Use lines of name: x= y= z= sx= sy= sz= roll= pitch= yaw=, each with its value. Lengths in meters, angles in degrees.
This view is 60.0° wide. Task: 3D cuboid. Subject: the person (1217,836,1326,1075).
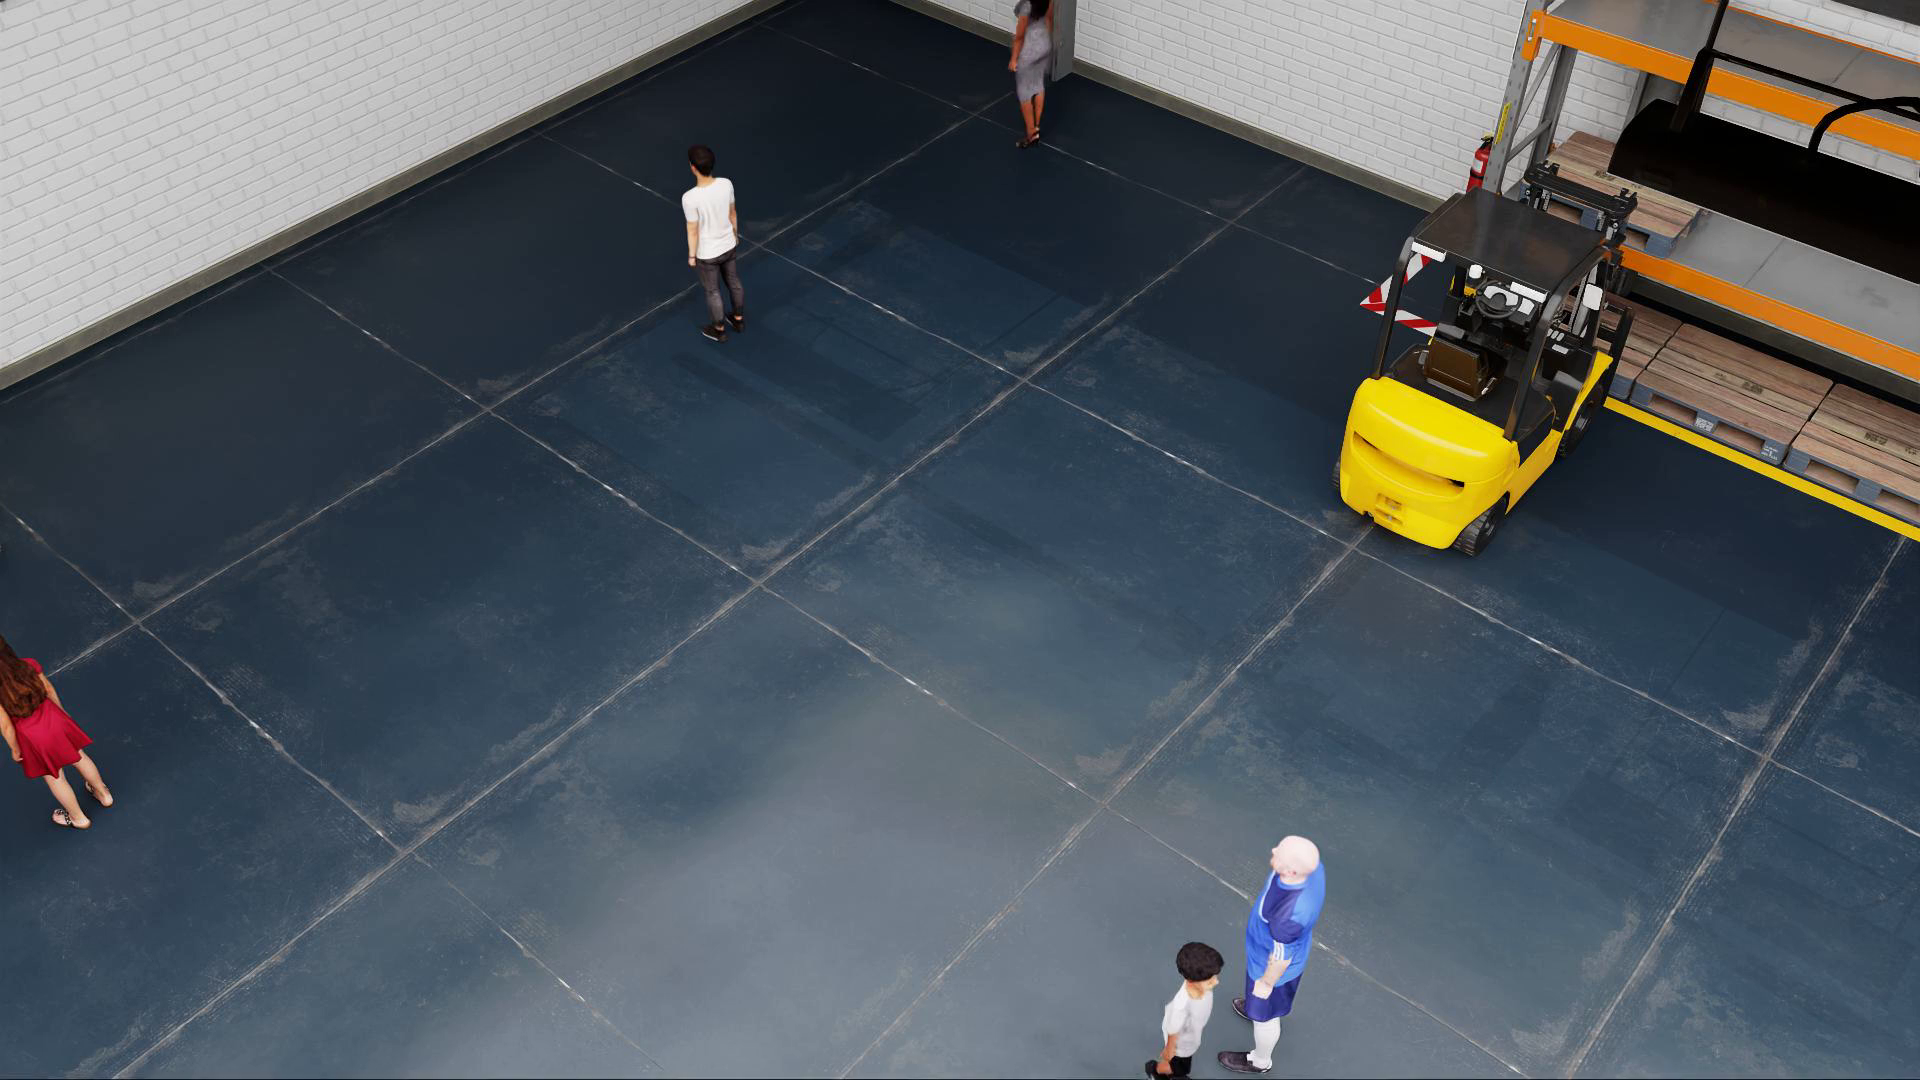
person: x=1.607 y=2.091 z=8.448 sx=0.689 sy=1.841 sz=0.739 roll=14 pitch=45 yaw=15

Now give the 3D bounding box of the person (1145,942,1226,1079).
person: x=1.093 y=2.445 z=8.505 sx=0.543 sy=1.251 sz=0.545 roll=21 pitch=48 yaw=21

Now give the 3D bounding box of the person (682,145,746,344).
person: x=-1.954 y=-2.351 z=13.199 sx=0.650 sy=1.721 sz=0.560 roll=-33 pitch=52 yaw=-29

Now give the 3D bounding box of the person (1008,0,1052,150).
person: x=0.702 y=-4.512 z=15.437 sx=0.651 sy=1.762 sz=0.599 roll=-22 pitch=48 yaw=-21

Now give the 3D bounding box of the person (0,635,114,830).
person: x=-5.375 y=1.101 z=9.697 sx=0.662 sy=1.552 sz=0.605 roll=19 pitch=47 yaw=19
